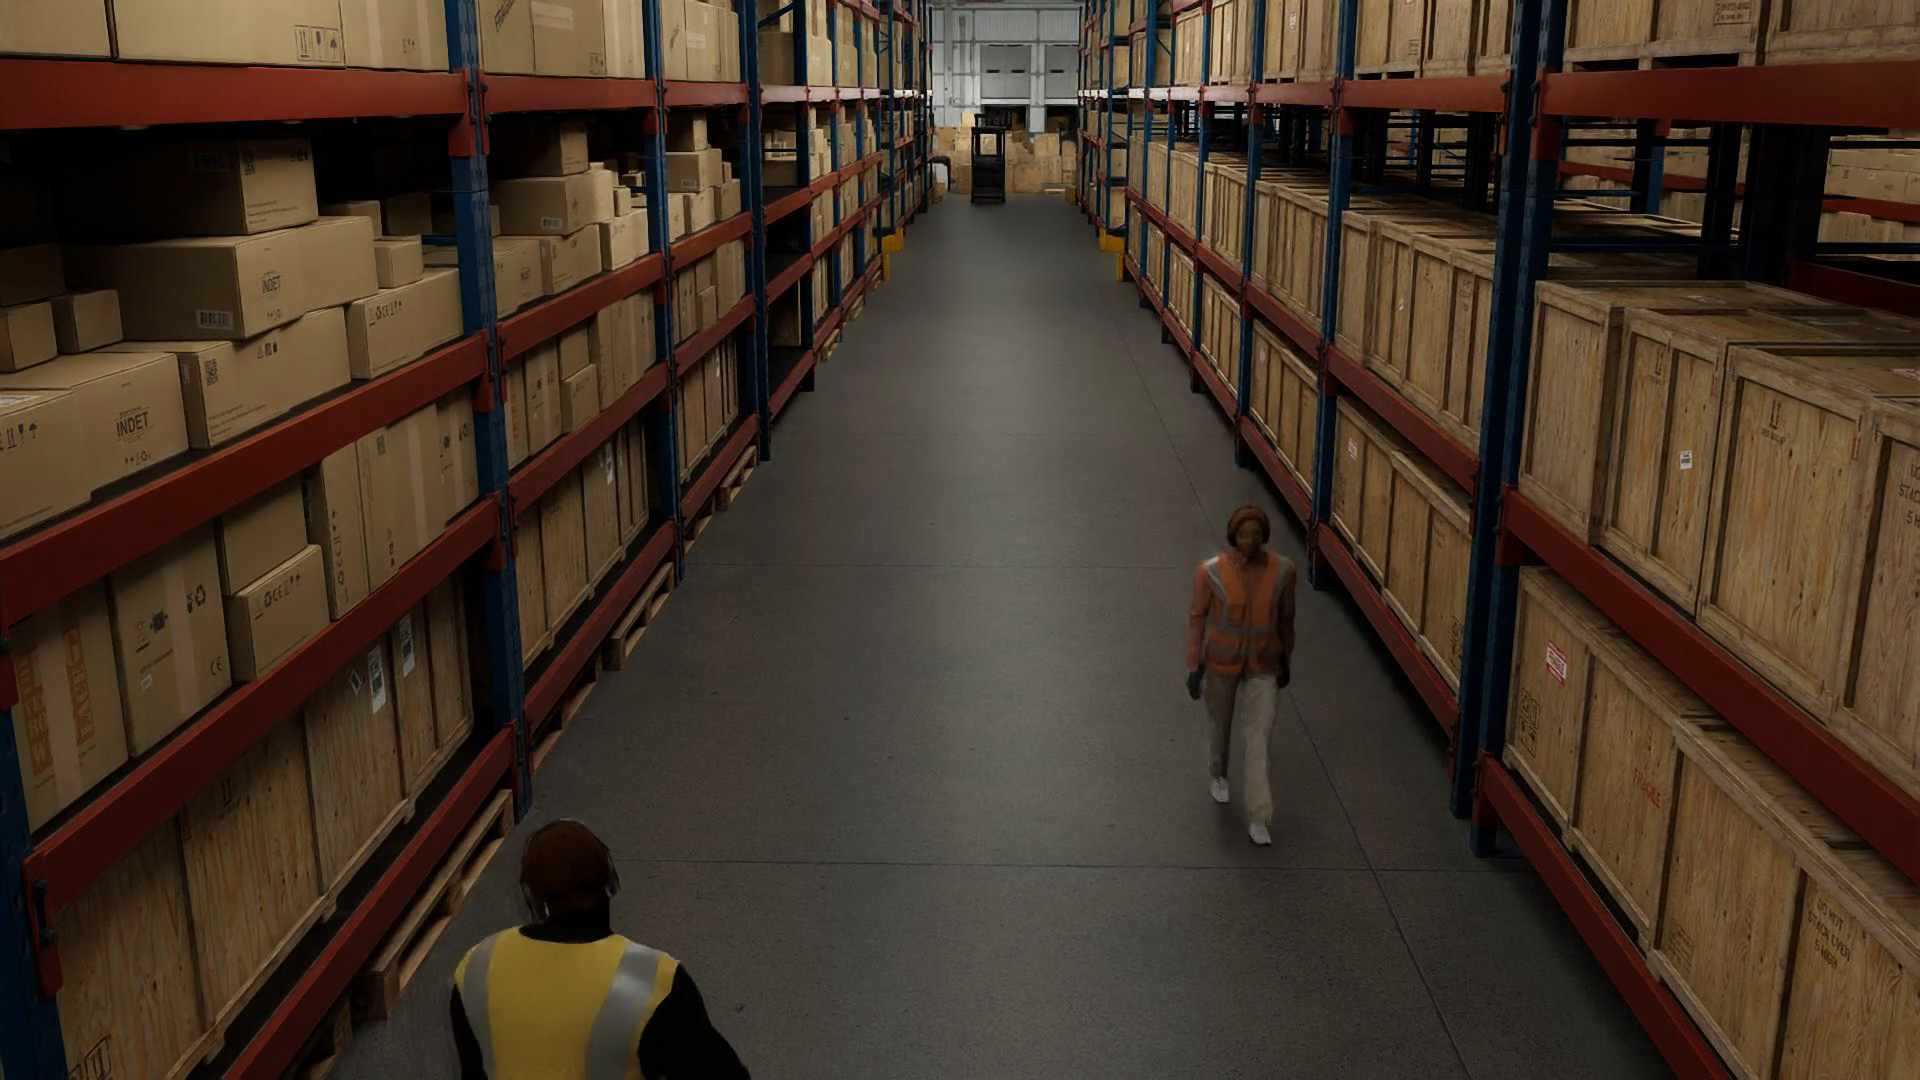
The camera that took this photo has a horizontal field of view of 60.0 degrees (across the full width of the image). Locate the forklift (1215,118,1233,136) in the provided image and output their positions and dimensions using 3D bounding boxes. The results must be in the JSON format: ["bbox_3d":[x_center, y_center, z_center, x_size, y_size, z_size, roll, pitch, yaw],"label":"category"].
[{"bbox_3d":[6.757,-9.626,43.607,1.873,2.768,1.129,-3,15,-13],"label":"forklift"}]

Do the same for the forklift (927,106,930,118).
[{"bbox_3d":[-1.927,-21.366,87.288,1.129,2.768,1.873,0,15,2],"label":"forklift"}]

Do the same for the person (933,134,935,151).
[{"bbox_3d":[-1.273,-18.073,76.859,0.640,1.922,0.633,2,15,9],"label":"person"}]

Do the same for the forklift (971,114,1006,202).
[{"bbox_3d":[0.928,-12.461,54.156,1.129,2.768,1.873,0,15,2],"label":"forklift"}]

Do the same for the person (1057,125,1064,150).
[{"bbox_3d":[5.103,-19.992,84.059,0.998,1.896,0.641,-5,16,-19],"label":"person"}]

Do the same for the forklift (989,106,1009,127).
[{"bbox_3d":[1.963,-20.465,83.934,1.129,2.768,1.873,-7,16,-23],"label":"forklift"}]

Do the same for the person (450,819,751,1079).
[{"bbox_3d":[-0.803,1.542,4.120,0.739,1.790,0.903,6,16,23],"label":"person"}]

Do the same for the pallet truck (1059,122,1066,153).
[{"bbox_3d":[5.788,-21.111,88.014,1.885,1.965,0.823,5,16,18],"label":"pallet truck"}]

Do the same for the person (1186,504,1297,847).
[{"bbox_3d":[1.342,0.608,7.968,0.539,1.585,0.880,0,15,0],"label":"person"}]
